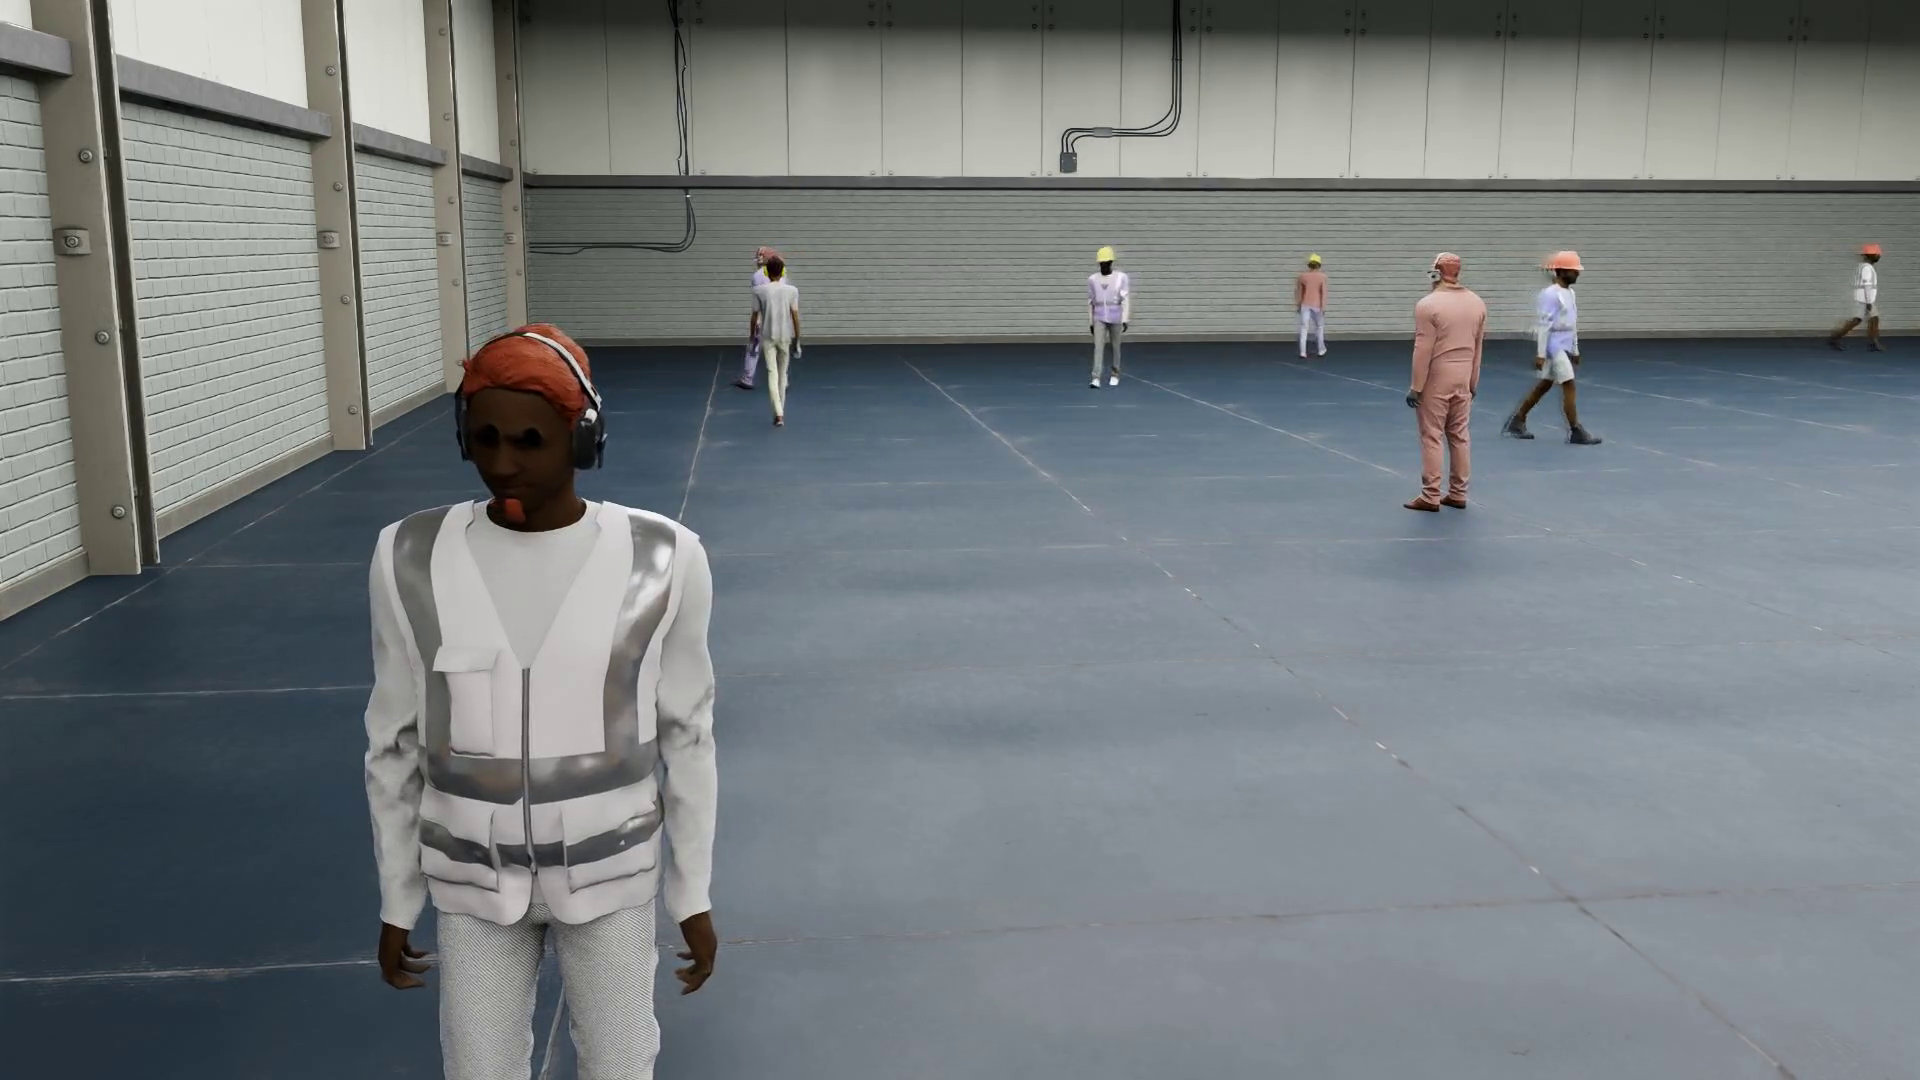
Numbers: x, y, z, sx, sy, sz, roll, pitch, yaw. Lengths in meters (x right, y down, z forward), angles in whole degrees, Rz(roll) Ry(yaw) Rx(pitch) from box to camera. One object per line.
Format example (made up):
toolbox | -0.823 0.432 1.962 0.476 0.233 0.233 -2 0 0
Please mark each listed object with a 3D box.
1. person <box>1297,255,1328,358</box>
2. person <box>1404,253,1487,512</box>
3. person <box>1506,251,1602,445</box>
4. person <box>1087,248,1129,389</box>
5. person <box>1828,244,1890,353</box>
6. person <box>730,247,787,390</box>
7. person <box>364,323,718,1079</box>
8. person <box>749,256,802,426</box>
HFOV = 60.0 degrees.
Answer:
person | 5.920 -3.916 27.944 0.540 1.717 0.918 5 11 25
person | 3.564 -1.164 12.328 0.652 1.904 0.403 -6 12 -28
person | 5.878 -1.904 16.439 0.982 1.895 0.559 8 13 38
person | 1.987 -2.985 22.393 0.606 1.872 0.990 3 11 17
person | 15.897 -4.254 29.289 0.935 1.910 0.553 7 13 35
person | -2.648 -2.913 21.985 0.880 1.871 0.683 6 12 30
person | -0.693 0.585 2.791 0.573 1.887 0.354 -1 10 -5
person | -2.006 -2.153 17.994 0.540 1.823 0.971 -3 11 -14
